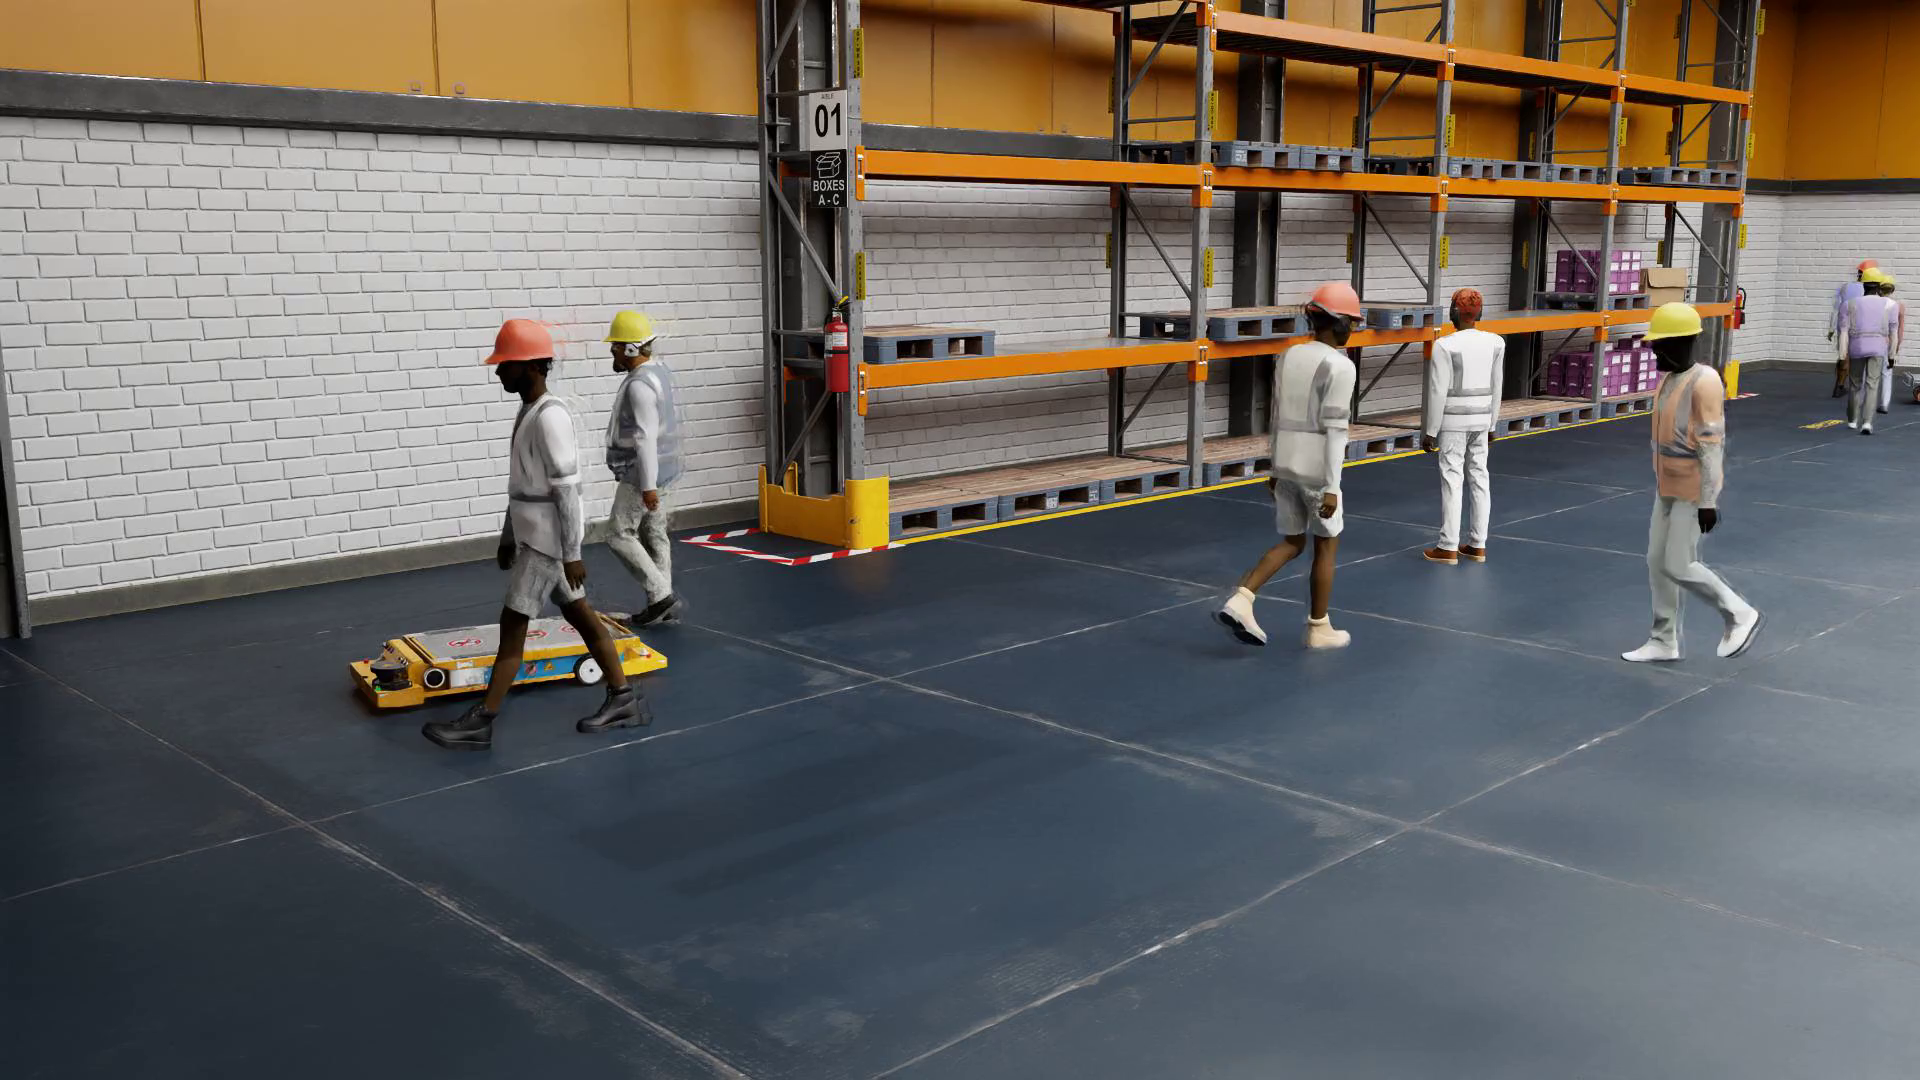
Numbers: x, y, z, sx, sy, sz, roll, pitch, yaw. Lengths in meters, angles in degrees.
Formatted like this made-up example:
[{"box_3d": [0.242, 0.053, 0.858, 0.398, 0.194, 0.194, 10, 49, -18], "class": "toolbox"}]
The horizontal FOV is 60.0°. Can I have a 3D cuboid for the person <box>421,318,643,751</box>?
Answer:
[{"box_3d": [-1.869, -0.025, 7.308, 0.985, 1.883, 0.568, -4, 11, -22], "class": "person"}]

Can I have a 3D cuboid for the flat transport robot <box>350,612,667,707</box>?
[{"box_3d": [-2.273, 0.583, 8.394, 1.431, 0.197, 0.652, -6, 12, -30], "class": "flat transport robot"}]

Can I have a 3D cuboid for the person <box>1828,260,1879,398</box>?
[{"box_3d": [12.413, -2.911, 23.022, 0.750, 1.894, 0.591, -8, 13, -36], "class": "person"}]

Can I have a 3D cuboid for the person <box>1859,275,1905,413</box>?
[{"box_3d": [11.720, -2.502, 21.228, 0.554, 1.719, 0.880, 1, 10, 8], "class": "person"}]

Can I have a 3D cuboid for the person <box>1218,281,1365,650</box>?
[{"box_3d": [1.790, -0.370, 8.879, 0.770, 2.009, 0.633, -5, 12, -27], "class": "person"}]

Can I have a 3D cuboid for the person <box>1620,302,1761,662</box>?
[{"box_3d": [3.796, -0.272, 8.598, 0.640, 1.900, 0.624, 0, 10, -1], "class": "person"}]

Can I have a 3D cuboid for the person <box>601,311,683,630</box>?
[{"box_3d": [-1.809, -0.381, 9.427, 0.418, 1.819, 0.592, 0, 10, 1], "class": "person"}]

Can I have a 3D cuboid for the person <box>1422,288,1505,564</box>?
[{"box_3d": [3.435, -0.770, 11.376, 0.572, 1.883, 0.355, -4, 11, -20], "class": "person"}]

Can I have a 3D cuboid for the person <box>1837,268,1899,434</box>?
[{"box_3d": [10.339, -2.156, 18.962, 0.601, 1.883, 0.992, 5, 11, 24], "class": "person"}]
